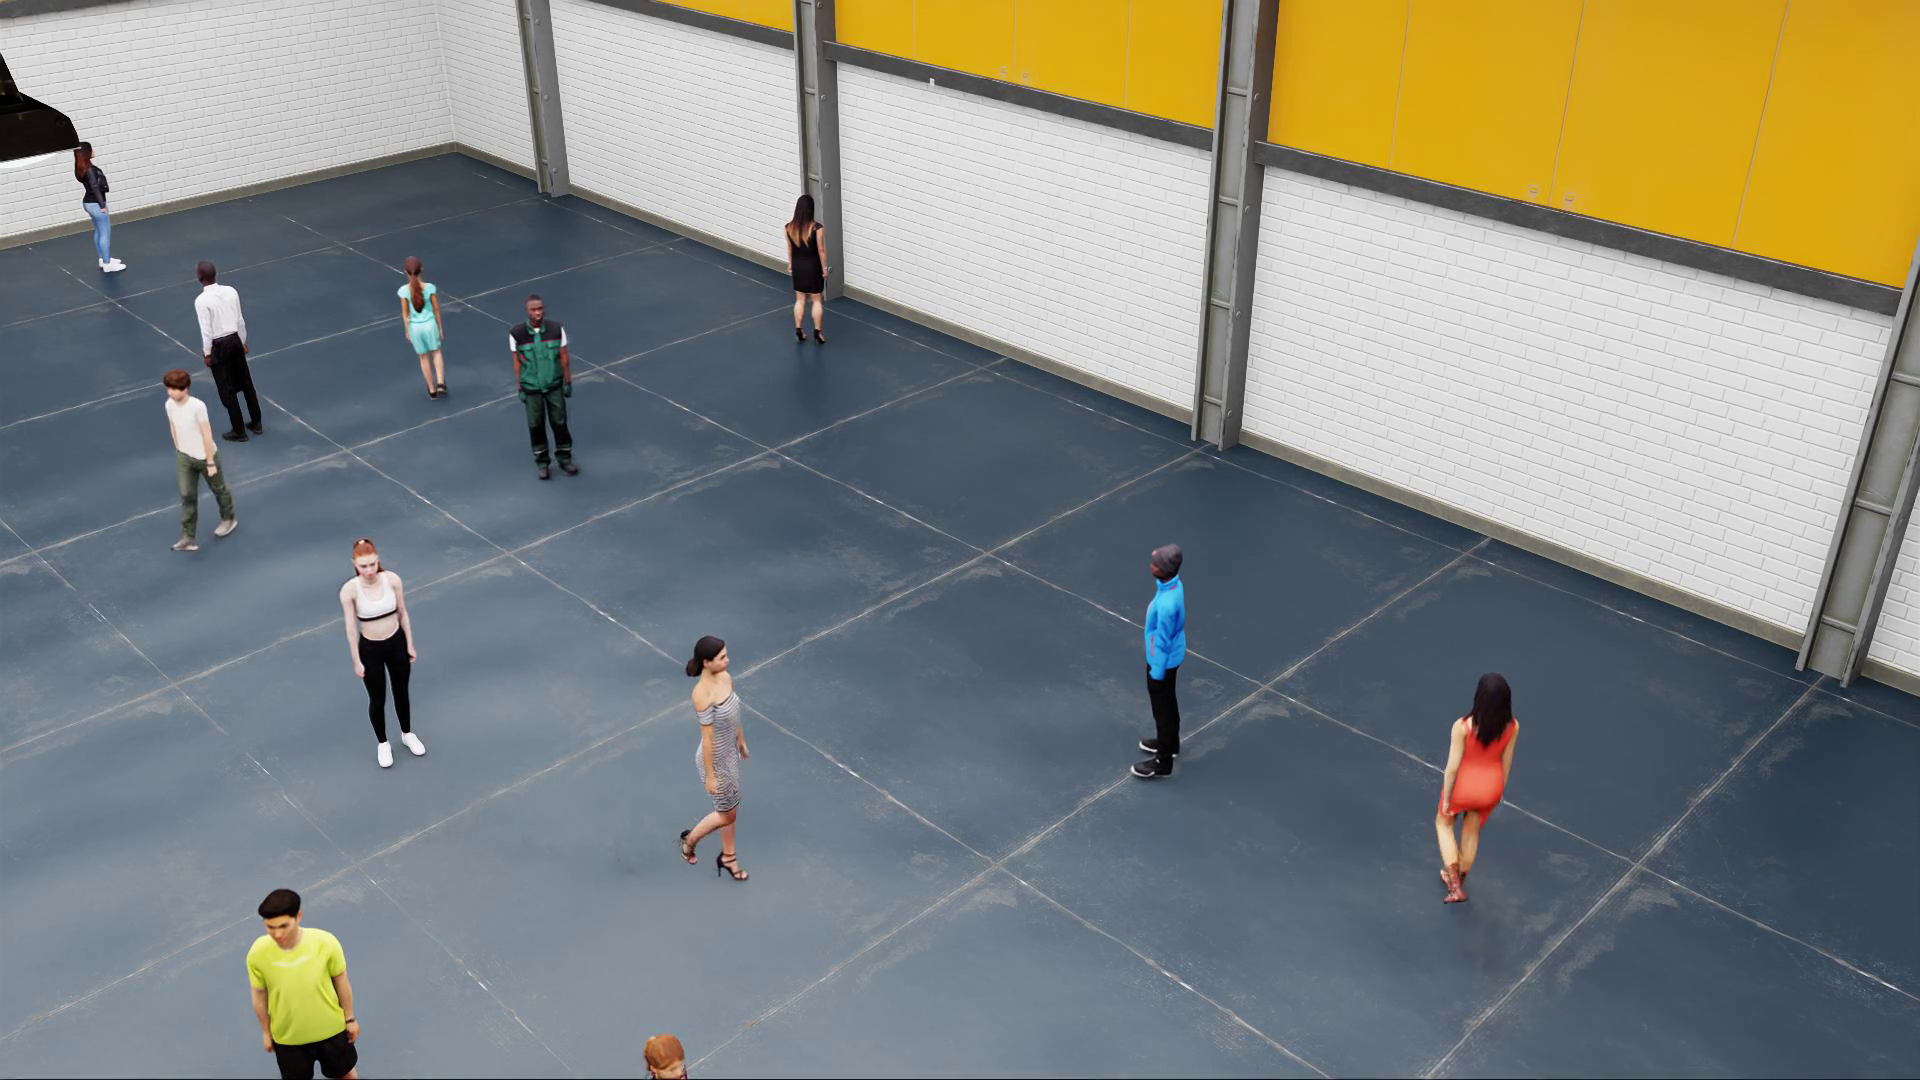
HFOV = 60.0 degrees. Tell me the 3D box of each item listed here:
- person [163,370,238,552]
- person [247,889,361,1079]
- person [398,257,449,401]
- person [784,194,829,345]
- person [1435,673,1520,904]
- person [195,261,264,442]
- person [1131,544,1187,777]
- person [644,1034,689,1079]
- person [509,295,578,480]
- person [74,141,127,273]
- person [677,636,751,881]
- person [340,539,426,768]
[{"bbox_3d":[-6.646,-0.755,14.623,1.054,1.628,1.029,4,29,8],"label":"person"},{"bbox_3d":[-3.378,2.480,8.610,0.705,1.708,0.706,-7,29,-13],"label":"person"},{"bbox_3d":[-5.581,-2.173,17.303,0.633,1.552,0.671,-11,31,-20],"label":"person"},{"bbox_3d":[-1.711,-3.026,18.700,0.670,1.712,0.787,11,30,19],"label":"person"},{"bbox_3d":[3.183,1.592,10.239,0.812,1.706,0.874,-1,29,-2],"label":"person"},{"bbox_3d":[-7.269,-1.874,16.459,0.630,1.835,0.704,14,32,25],"label":"person"},{"bbox_3d":[1.433,0.825,11.553,0.713,1.795,0.695,6,29,11],"label":"person"},{"bbox_3d":[-1.425,2.943,8.179,0.632,1.306,0.606,8,30,14],"label":"person"},{"bbox_3d":[-3.937,-1.459,15.699,0.763,1.834,0.757,-10,30,-17],"label":"person"},{"bbox_3d":[-10.891,-4.217,20.967,0.687,1.630,0.496,-23,36,-36],"label":"person"},{"bbox_3d":[-1.595,1.398,10.481,0.853,1.815,0.789,7,29,12],"label":"person"},{"bbox_3d":[-4.057,0.778,11.693,0.616,1.742,0.549,-19,34,-31],"label":"person"}]
